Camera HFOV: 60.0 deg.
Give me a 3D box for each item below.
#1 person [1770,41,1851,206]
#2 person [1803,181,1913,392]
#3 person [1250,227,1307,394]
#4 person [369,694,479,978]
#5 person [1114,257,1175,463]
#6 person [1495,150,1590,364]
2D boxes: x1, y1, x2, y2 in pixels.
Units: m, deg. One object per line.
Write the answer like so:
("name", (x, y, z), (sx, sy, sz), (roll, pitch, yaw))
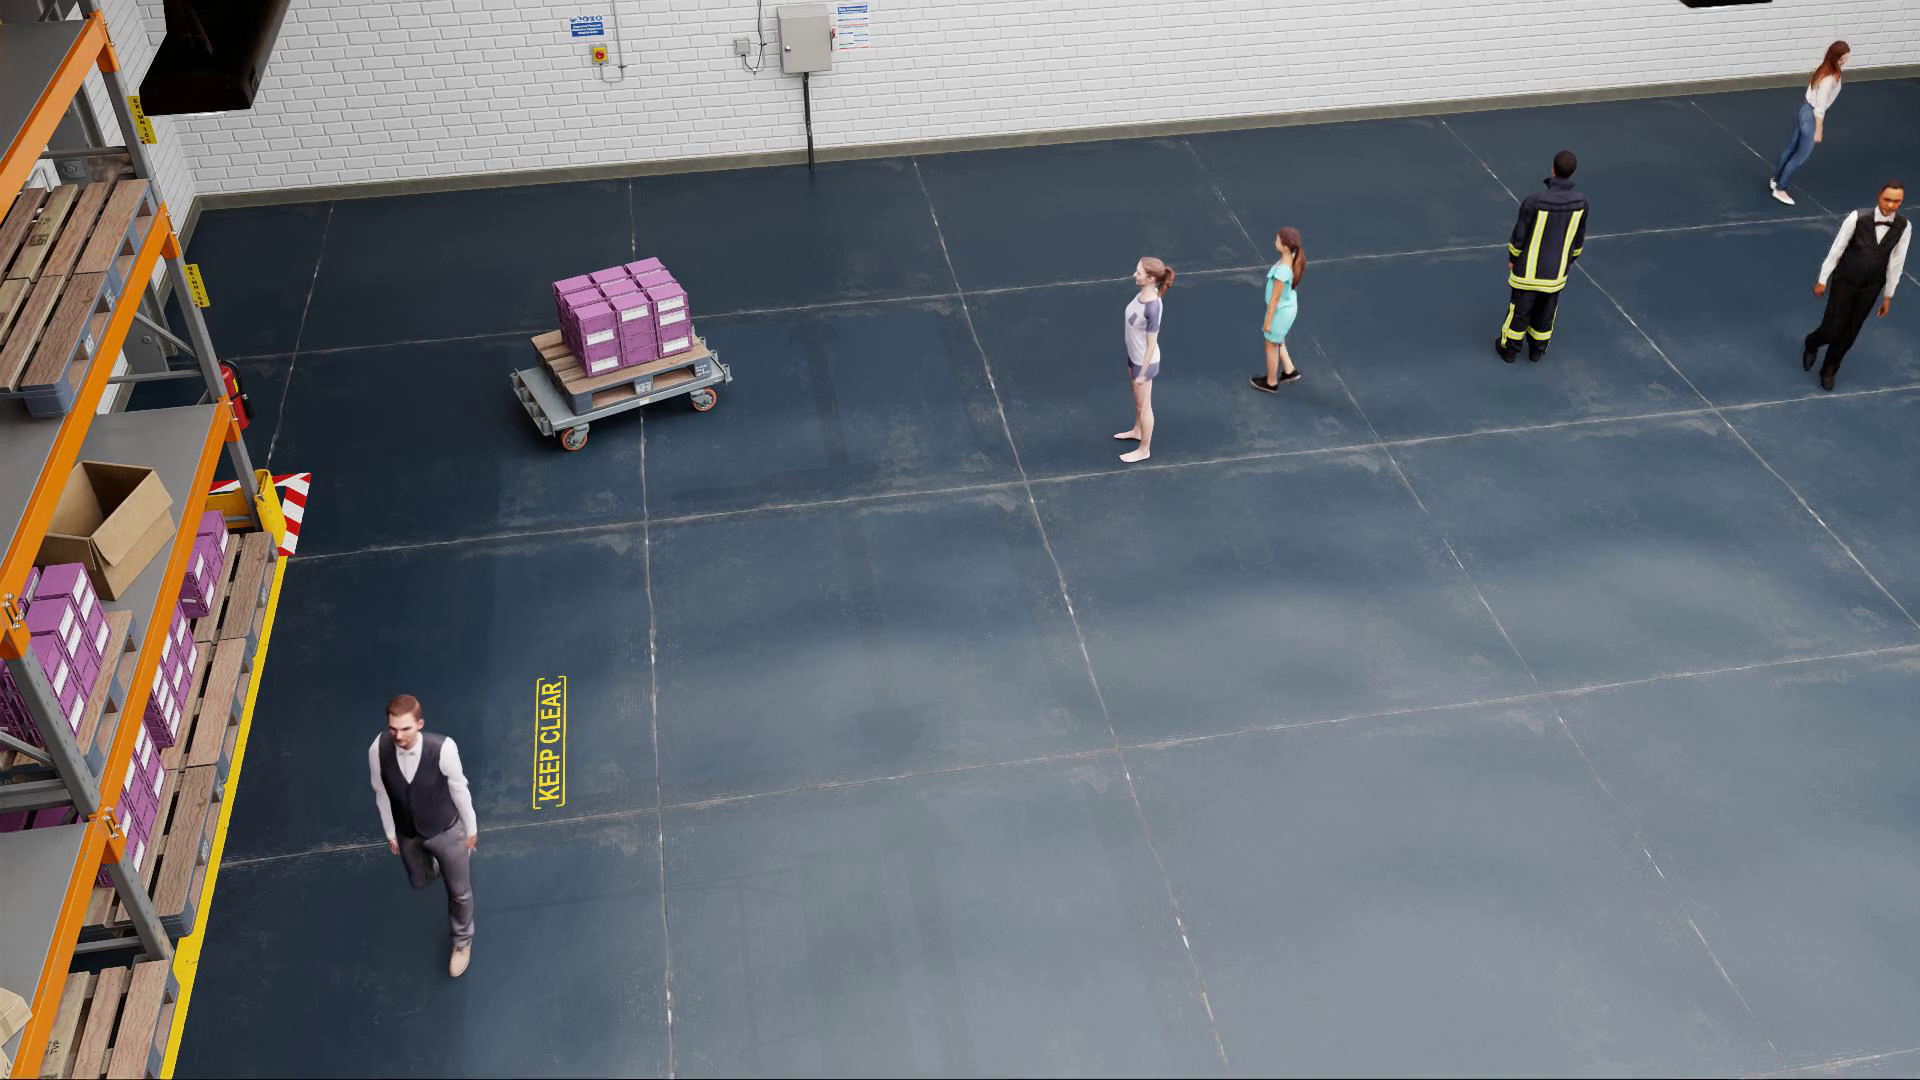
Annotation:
("person", (8.467, -4.235, 16.630), (0.873, 1.700, 0.691), (4, 39, 6))
("person", (7.476, -2.185, 13.903), (0.860, 1.899, 0.901), (7, 39, 9))
("person", (2.722, -1.883, 13.802), (0.786, 1.554, 0.726), (23, 44, 26))
("person", (-2.918, 1.529, 9.234), (0.797, 1.922, 1.025), (2, 39, 2))
("person", (1.442, -1.436, 13.071), (0.655, 1.768, 0.533), (-2, 39, -2))
("person", (4.952, -2.395, 14.144), (0.831, 1.927, 0.716), (-1, 39, -1))
